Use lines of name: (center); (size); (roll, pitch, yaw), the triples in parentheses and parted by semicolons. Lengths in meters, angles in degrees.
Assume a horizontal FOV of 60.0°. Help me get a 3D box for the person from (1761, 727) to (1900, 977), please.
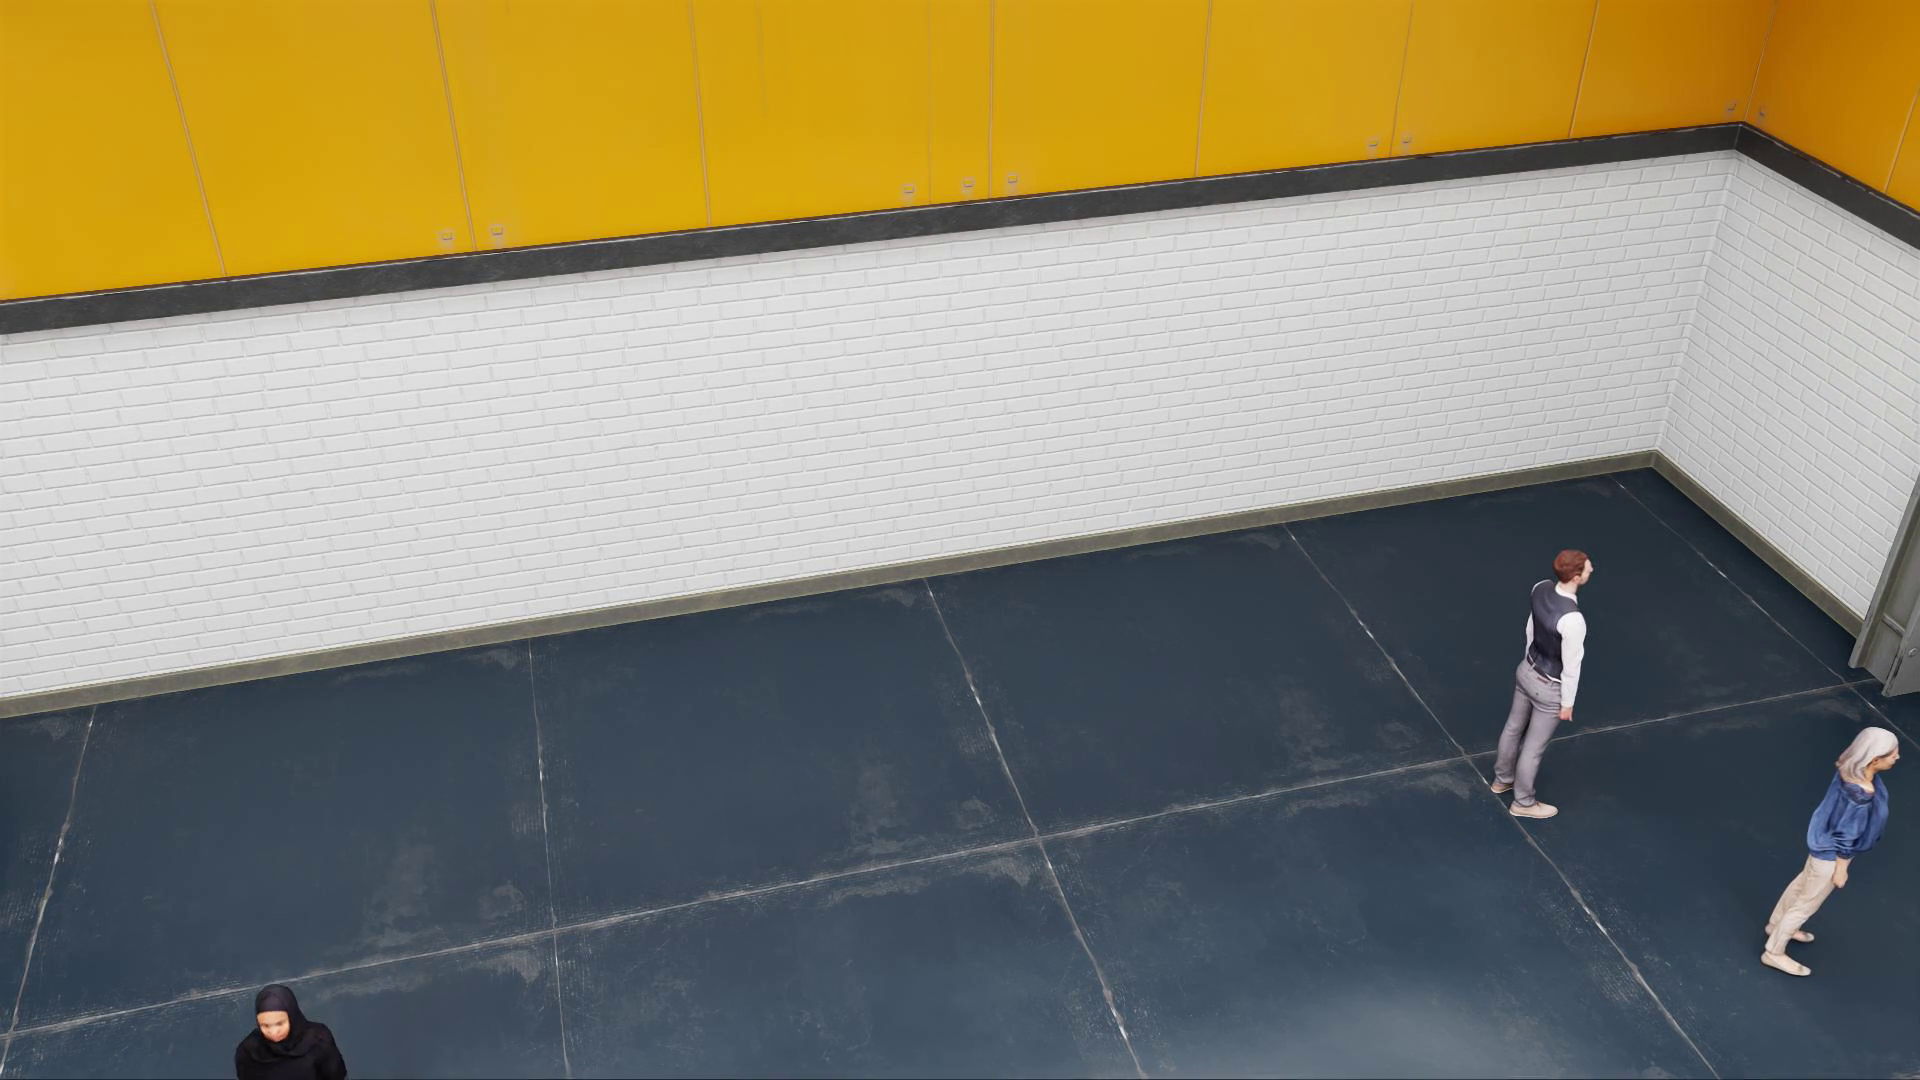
person: (4.828, 1.706, 9.216); (0.782, 1.693, 0.708); (14, 36, 20)

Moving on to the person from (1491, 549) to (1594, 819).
person: (3.605, 0.865, 10.261); (0.718, 1.938, 0.507); (-7, 34, -10)

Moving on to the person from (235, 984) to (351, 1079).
person: (-3.107, 2.641, 7.888); (0.701, 1.608, 1.140); (-4, 34, -6)
